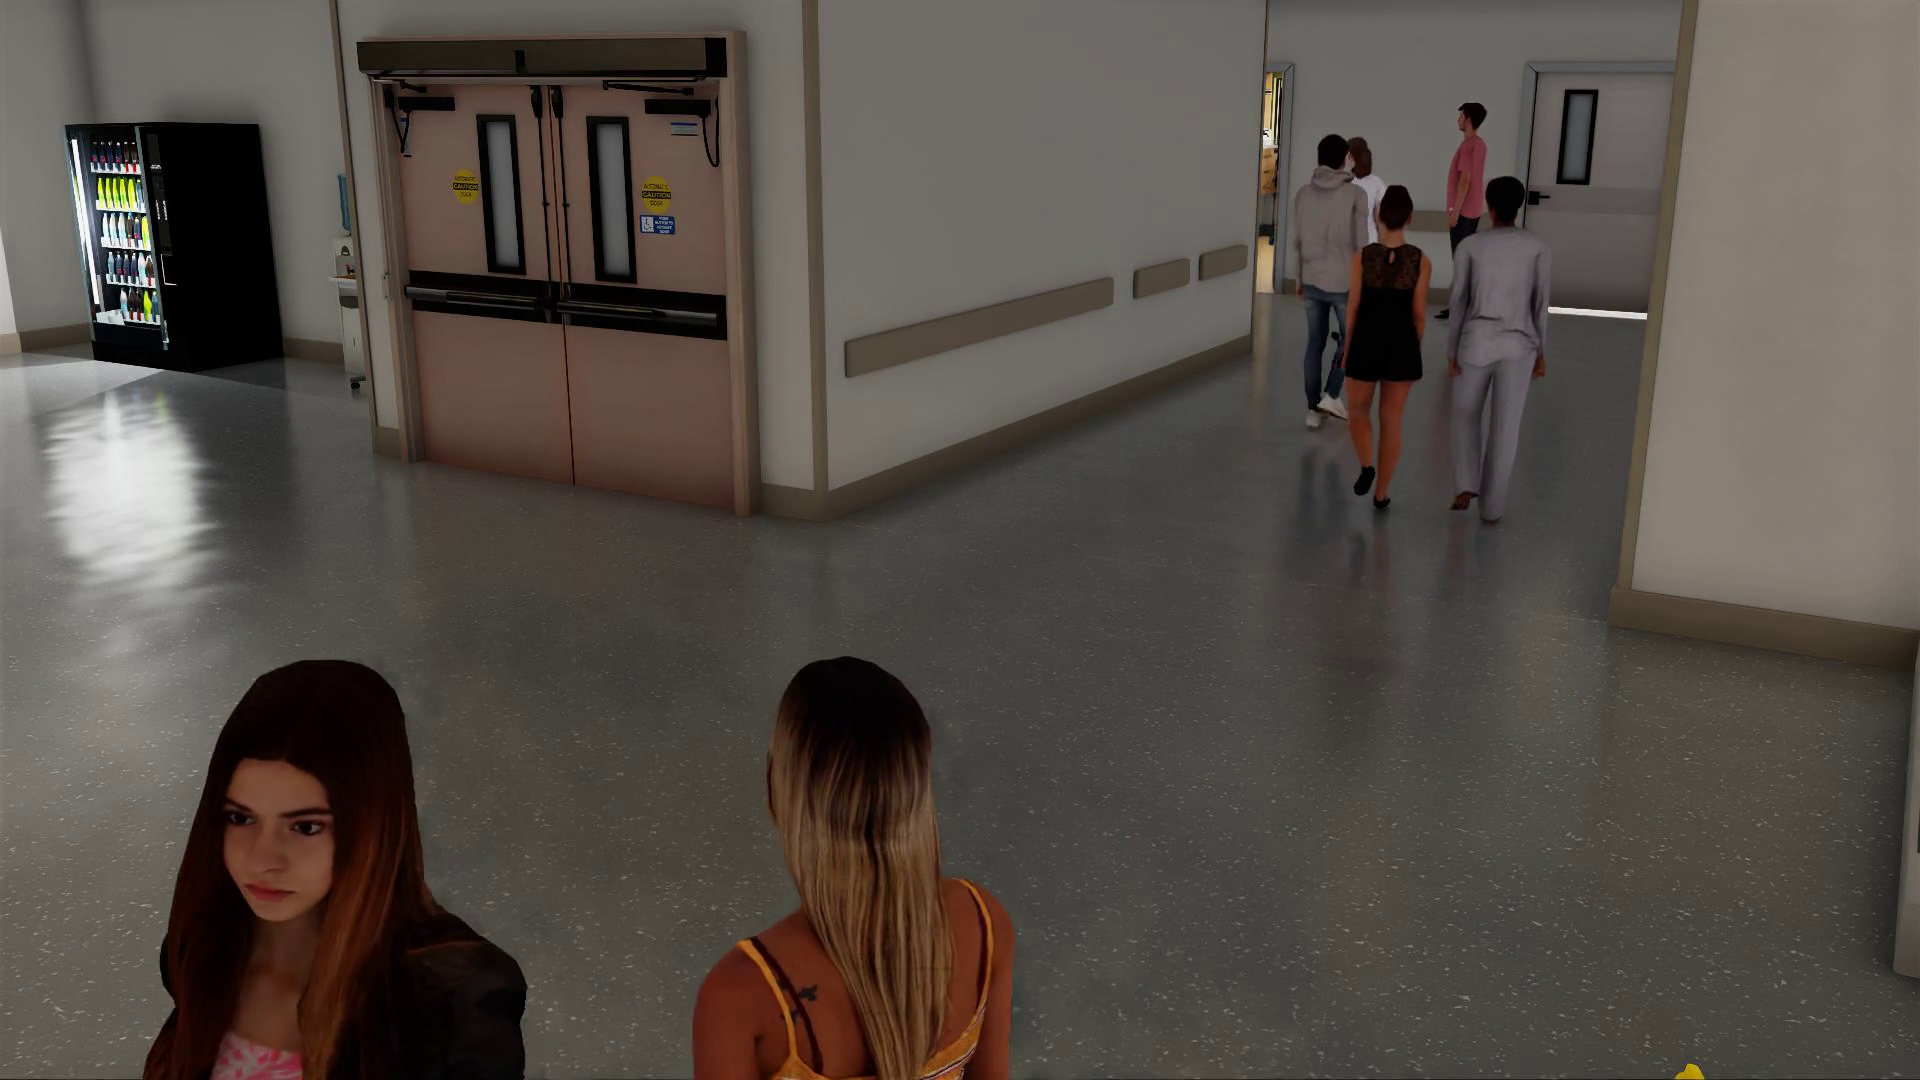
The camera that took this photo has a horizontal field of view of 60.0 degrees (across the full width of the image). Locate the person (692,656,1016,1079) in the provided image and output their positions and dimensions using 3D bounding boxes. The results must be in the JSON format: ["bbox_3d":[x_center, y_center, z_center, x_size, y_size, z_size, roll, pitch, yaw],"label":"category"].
[{"bbox_3d":[-0.068,0.945,1.882,0.873,1.609,1.081,-10,18,-31],"label":"person"}]

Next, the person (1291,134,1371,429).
[{"bbox_3d":[2.297,-1.609,10.521,0.547,1.836,0.744,10,19,32],"label":"person"}]

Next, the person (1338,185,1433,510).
[{"bbox_3d":[2.151,-0.945,8.481,0.696,1.666,0.745,3,16,11],"label":"person"}]

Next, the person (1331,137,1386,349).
[{"bbox_3d":[3.052,-2.159,12.697,1.037,1.713,1.063,-3,16,-10],"label":"person"}]

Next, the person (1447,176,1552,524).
[{"bbox_3d":[2.670,-0.923,8.300,0.658,1.722,0.753,6,17,21],"label":"person"}]

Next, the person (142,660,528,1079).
[{"bbox_3d":[-0.581,0.919,1.816,0.603,1.694,0.754,8,18,27],"label":"person"}]

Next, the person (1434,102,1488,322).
[{"bbox_3d":[4.635,-3.001,15.235,0.544,1.958,0.617,8,18,27],"label":"person"}]
